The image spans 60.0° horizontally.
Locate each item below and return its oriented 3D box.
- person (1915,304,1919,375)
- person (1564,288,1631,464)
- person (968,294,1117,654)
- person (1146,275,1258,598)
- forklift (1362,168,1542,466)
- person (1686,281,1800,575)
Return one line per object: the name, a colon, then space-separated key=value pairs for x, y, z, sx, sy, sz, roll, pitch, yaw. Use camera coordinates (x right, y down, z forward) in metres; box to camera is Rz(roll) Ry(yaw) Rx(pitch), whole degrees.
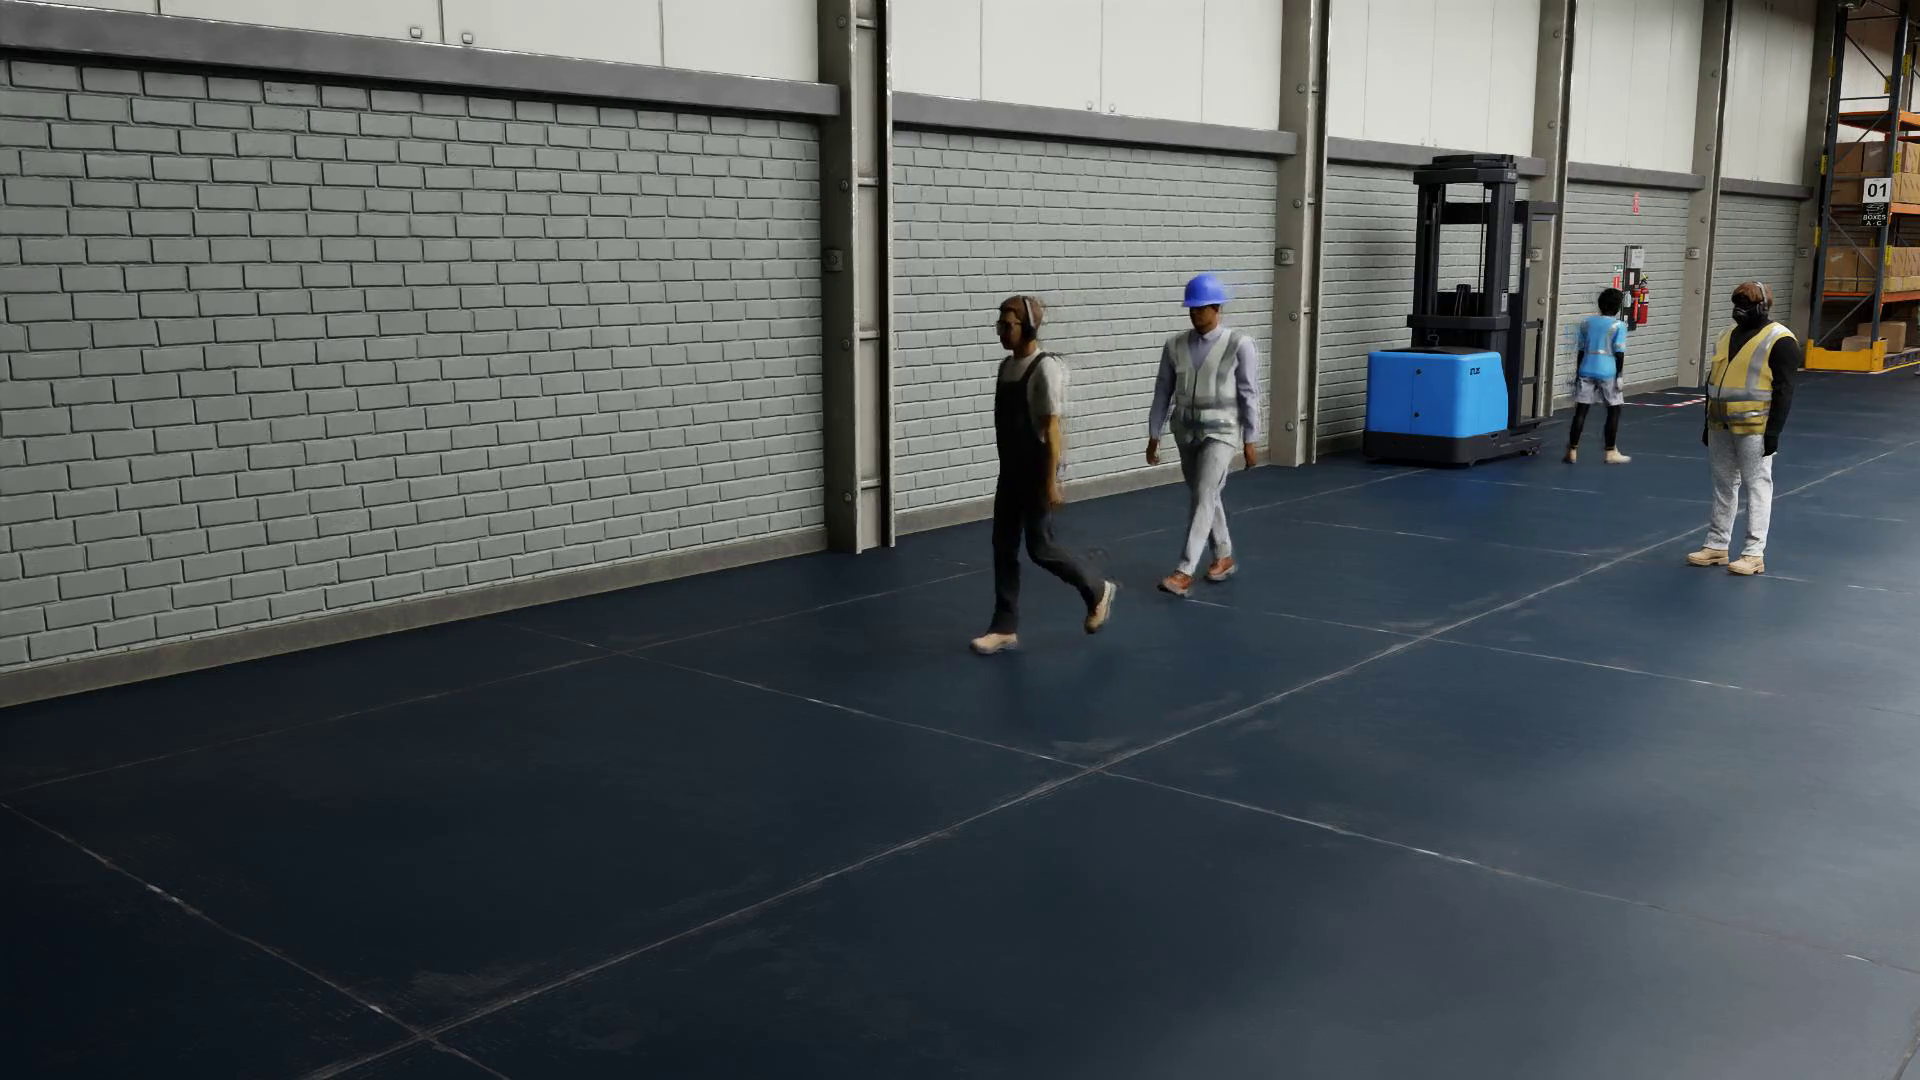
person: x=15.777 y=-3.480 z=26.947 sx=0.508 sy=1.629 sz=0.315 roll=1 pitch=10 yaw=6
person: x=6.133 y=-1.568 z=15.969 sx=0.484 sy=1.671 sz=0.561 roll=-6 pitch=12 yaw=-32
person: x=0.417 y=-0.342 z=8.530 sx=0.747 sy=1.829 sz=0.517 roll=-6 pitch=11 yaw=-29
person: x=1.438 y=-0.635 z=10.001 sx=0.642 sy=1.891 sz=1.016 roll=8 pitch=13 yaw=38
forklift: x=4.875 y=-2.212 z=16.287 sx=1.129 sy=2.768 sz=1.873 roll=8 pitch=13 yaw=40
person: x=4.991 y=-0.719 z=10.622 sx=0.429 sy=1.844 sz=0.626 roll=-4 pitch=11 yaw=-21
